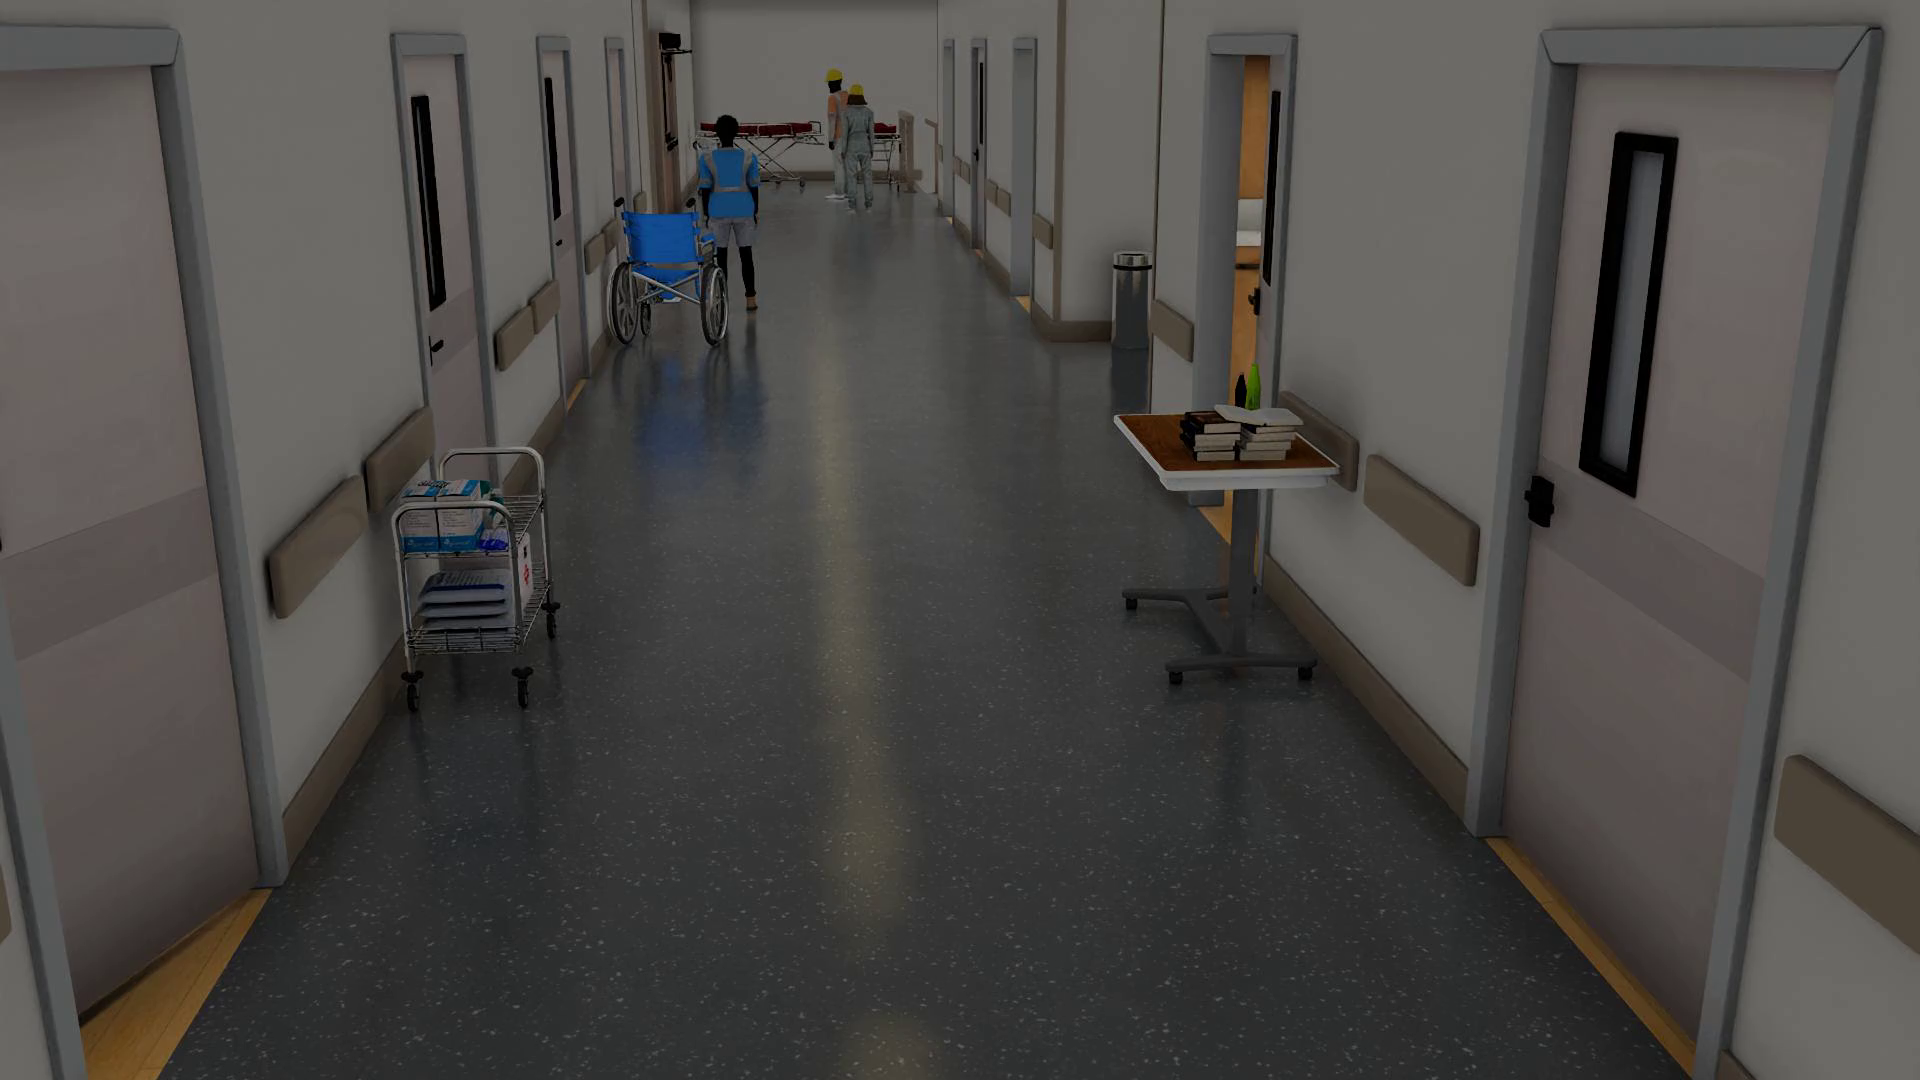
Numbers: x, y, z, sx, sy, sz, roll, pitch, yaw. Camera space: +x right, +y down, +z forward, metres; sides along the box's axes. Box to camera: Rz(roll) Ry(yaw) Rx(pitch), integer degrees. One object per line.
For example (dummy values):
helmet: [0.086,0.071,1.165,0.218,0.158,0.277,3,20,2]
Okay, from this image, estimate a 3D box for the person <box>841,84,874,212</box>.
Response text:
person: [-1.436,-5.470,23.242,0.494,1.743,0.304,-6,18,-20]

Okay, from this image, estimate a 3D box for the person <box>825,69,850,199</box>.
person: [-1.839,-6.108,25.079,0.393,1.918,0.585,8,18,24]

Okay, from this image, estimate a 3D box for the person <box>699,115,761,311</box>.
person: [-2.002,-2.843,14.539,0.535,1.700,0.318,-4,17,-13]
